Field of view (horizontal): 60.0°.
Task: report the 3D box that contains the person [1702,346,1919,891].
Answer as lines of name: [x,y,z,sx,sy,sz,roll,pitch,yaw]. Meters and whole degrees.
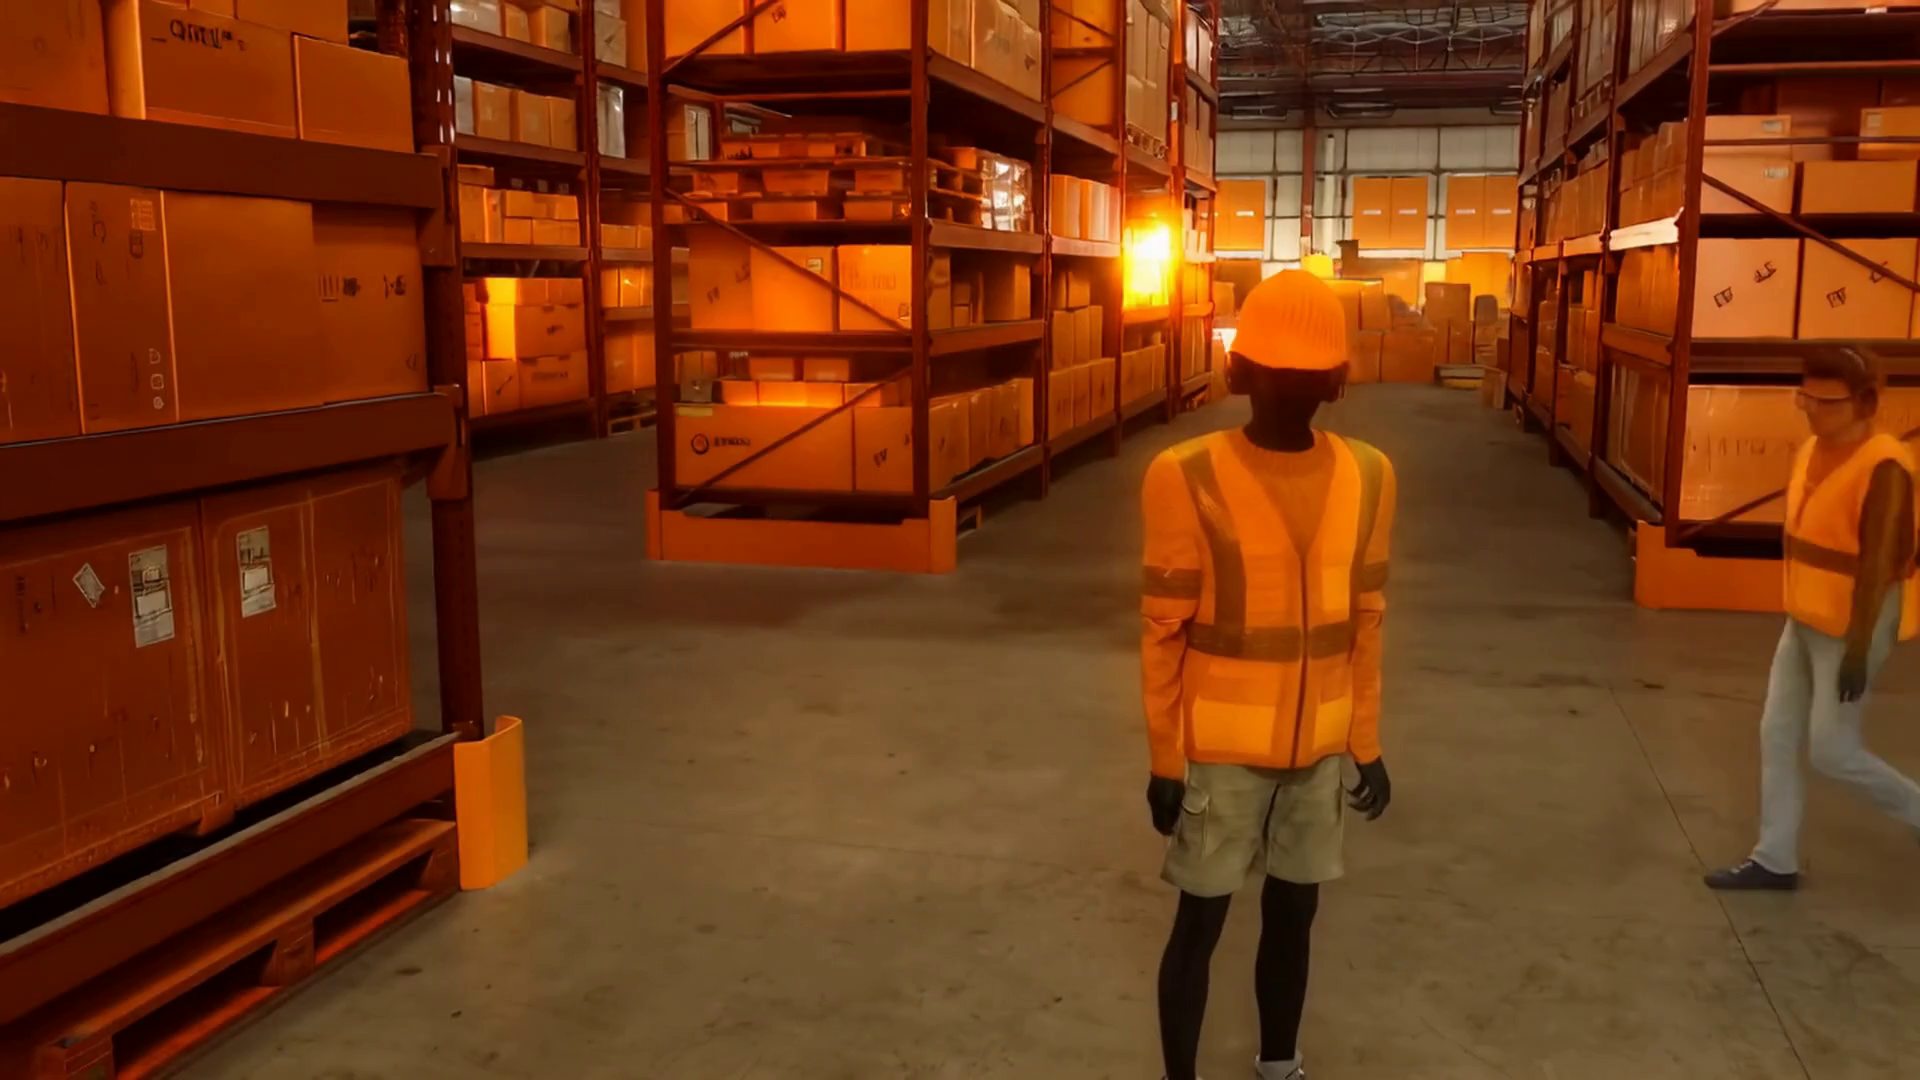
person: [2.852,0.295,5.278,0.667,1.815,0.597,0,9,-1]

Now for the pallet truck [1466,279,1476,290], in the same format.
pallet truck: [18.896,-8.459,60.307,1.885,1.965,0.823,5,10,31]

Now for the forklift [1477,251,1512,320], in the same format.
forklift: [15.878,-7.202,49.529,1.129,2.768,1.873,-2,9,-11]

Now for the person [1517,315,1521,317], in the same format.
person: [15.119,-5.944,44.707,0.574,1.888,0.991,0,9,-2]

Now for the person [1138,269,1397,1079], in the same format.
person: [0.688,0.438,3.655,0.609,2.040,0.394,-3,9,-18]

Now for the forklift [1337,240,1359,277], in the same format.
forklift: [8.255,-4.985,35.441,1.873,2.768,1.129,2,9,15]
